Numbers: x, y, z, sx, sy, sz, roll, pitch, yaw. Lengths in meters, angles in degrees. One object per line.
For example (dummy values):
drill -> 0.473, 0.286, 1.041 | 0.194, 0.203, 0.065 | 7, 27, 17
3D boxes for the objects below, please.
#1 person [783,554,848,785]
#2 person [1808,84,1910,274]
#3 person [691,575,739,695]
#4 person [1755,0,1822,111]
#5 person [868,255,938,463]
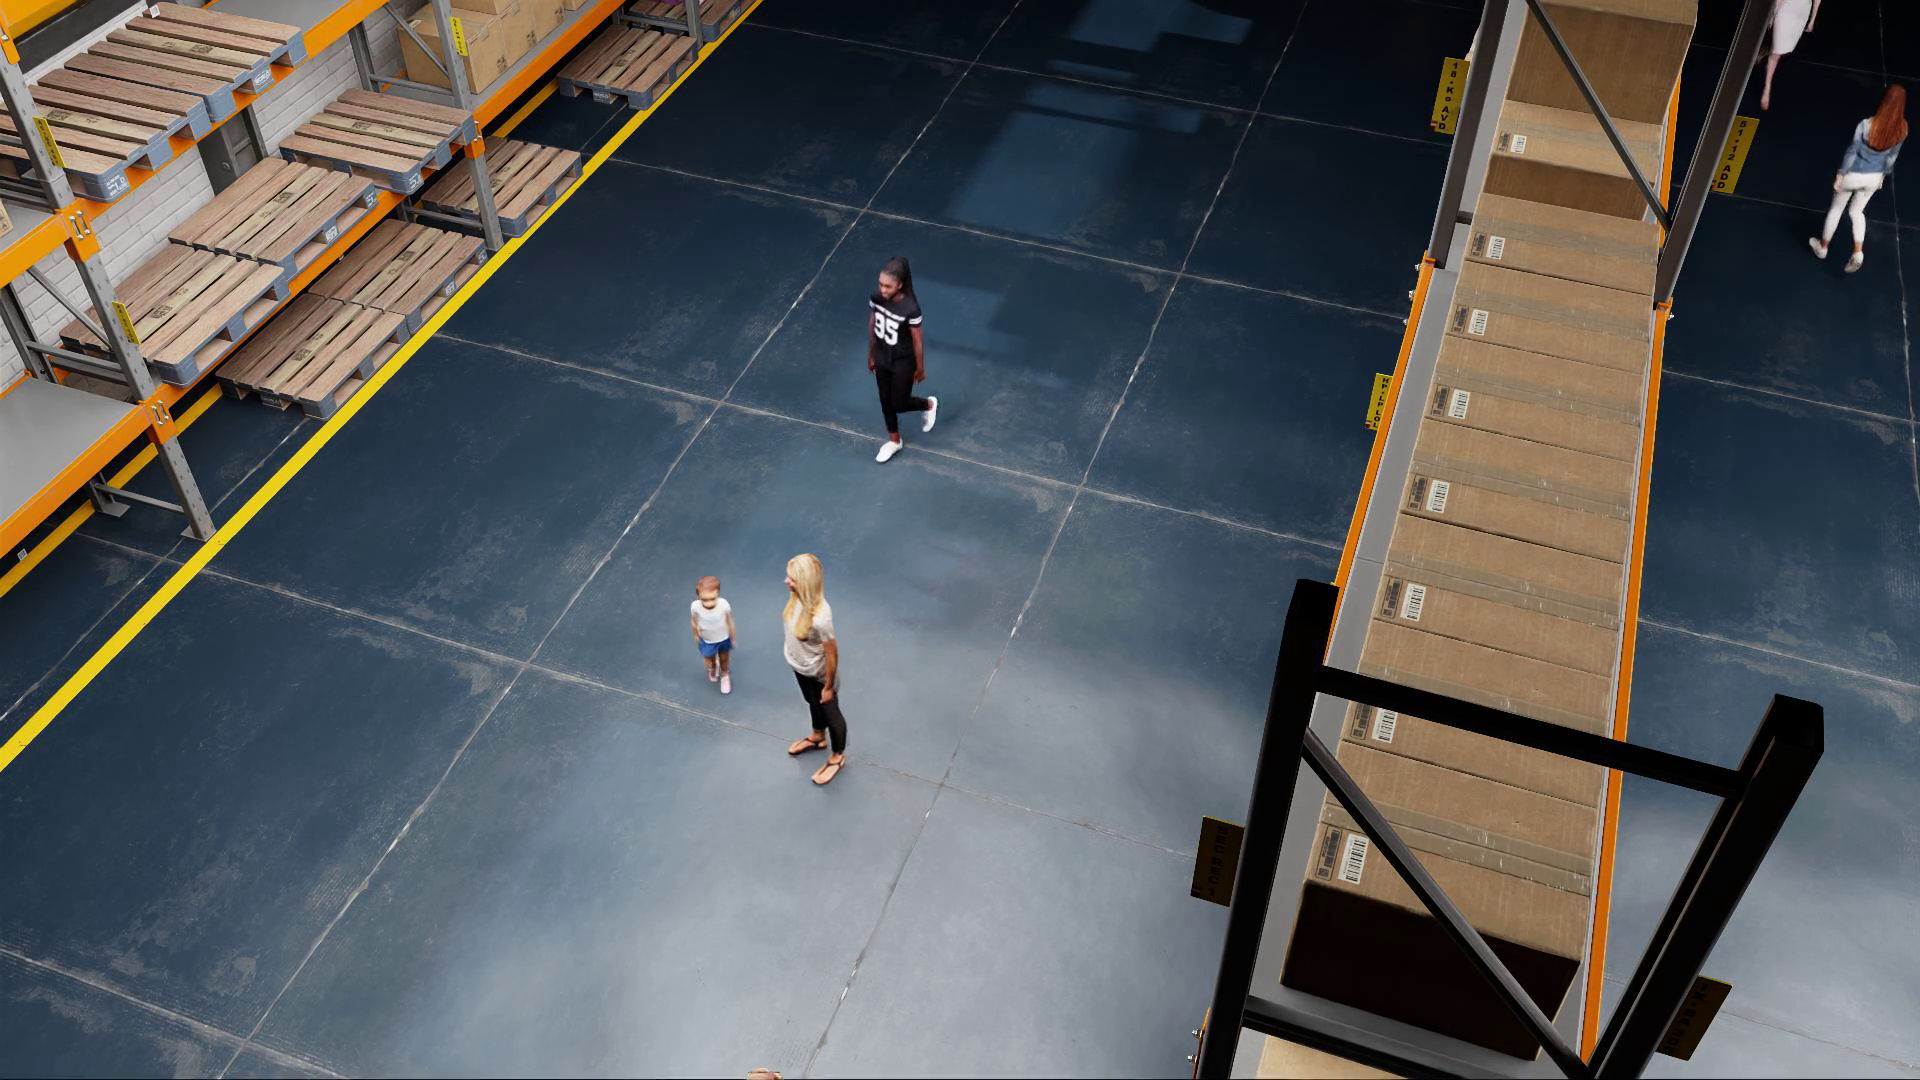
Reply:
person -> -0.867, 0.752, 10.037 | 0.719, 1.826, 0.687 | -24, 49, -23
person -> 7.660, -3.017, 14.097 | 0.809, 1.684, 1.025 | 0, 44, 0
person -> -1.591, 0.574, 10.812 | 0.510, 1.016, 0.561 | -5, 44, -6
person -> 8.101, -5.130, 16.251 | 0.767, 1.772, 1.051 | 3, 44, 3
person -> -0.418, -1.370, 12.342 | 0.764, 1.720, 0.931 | 29, 51, 27
